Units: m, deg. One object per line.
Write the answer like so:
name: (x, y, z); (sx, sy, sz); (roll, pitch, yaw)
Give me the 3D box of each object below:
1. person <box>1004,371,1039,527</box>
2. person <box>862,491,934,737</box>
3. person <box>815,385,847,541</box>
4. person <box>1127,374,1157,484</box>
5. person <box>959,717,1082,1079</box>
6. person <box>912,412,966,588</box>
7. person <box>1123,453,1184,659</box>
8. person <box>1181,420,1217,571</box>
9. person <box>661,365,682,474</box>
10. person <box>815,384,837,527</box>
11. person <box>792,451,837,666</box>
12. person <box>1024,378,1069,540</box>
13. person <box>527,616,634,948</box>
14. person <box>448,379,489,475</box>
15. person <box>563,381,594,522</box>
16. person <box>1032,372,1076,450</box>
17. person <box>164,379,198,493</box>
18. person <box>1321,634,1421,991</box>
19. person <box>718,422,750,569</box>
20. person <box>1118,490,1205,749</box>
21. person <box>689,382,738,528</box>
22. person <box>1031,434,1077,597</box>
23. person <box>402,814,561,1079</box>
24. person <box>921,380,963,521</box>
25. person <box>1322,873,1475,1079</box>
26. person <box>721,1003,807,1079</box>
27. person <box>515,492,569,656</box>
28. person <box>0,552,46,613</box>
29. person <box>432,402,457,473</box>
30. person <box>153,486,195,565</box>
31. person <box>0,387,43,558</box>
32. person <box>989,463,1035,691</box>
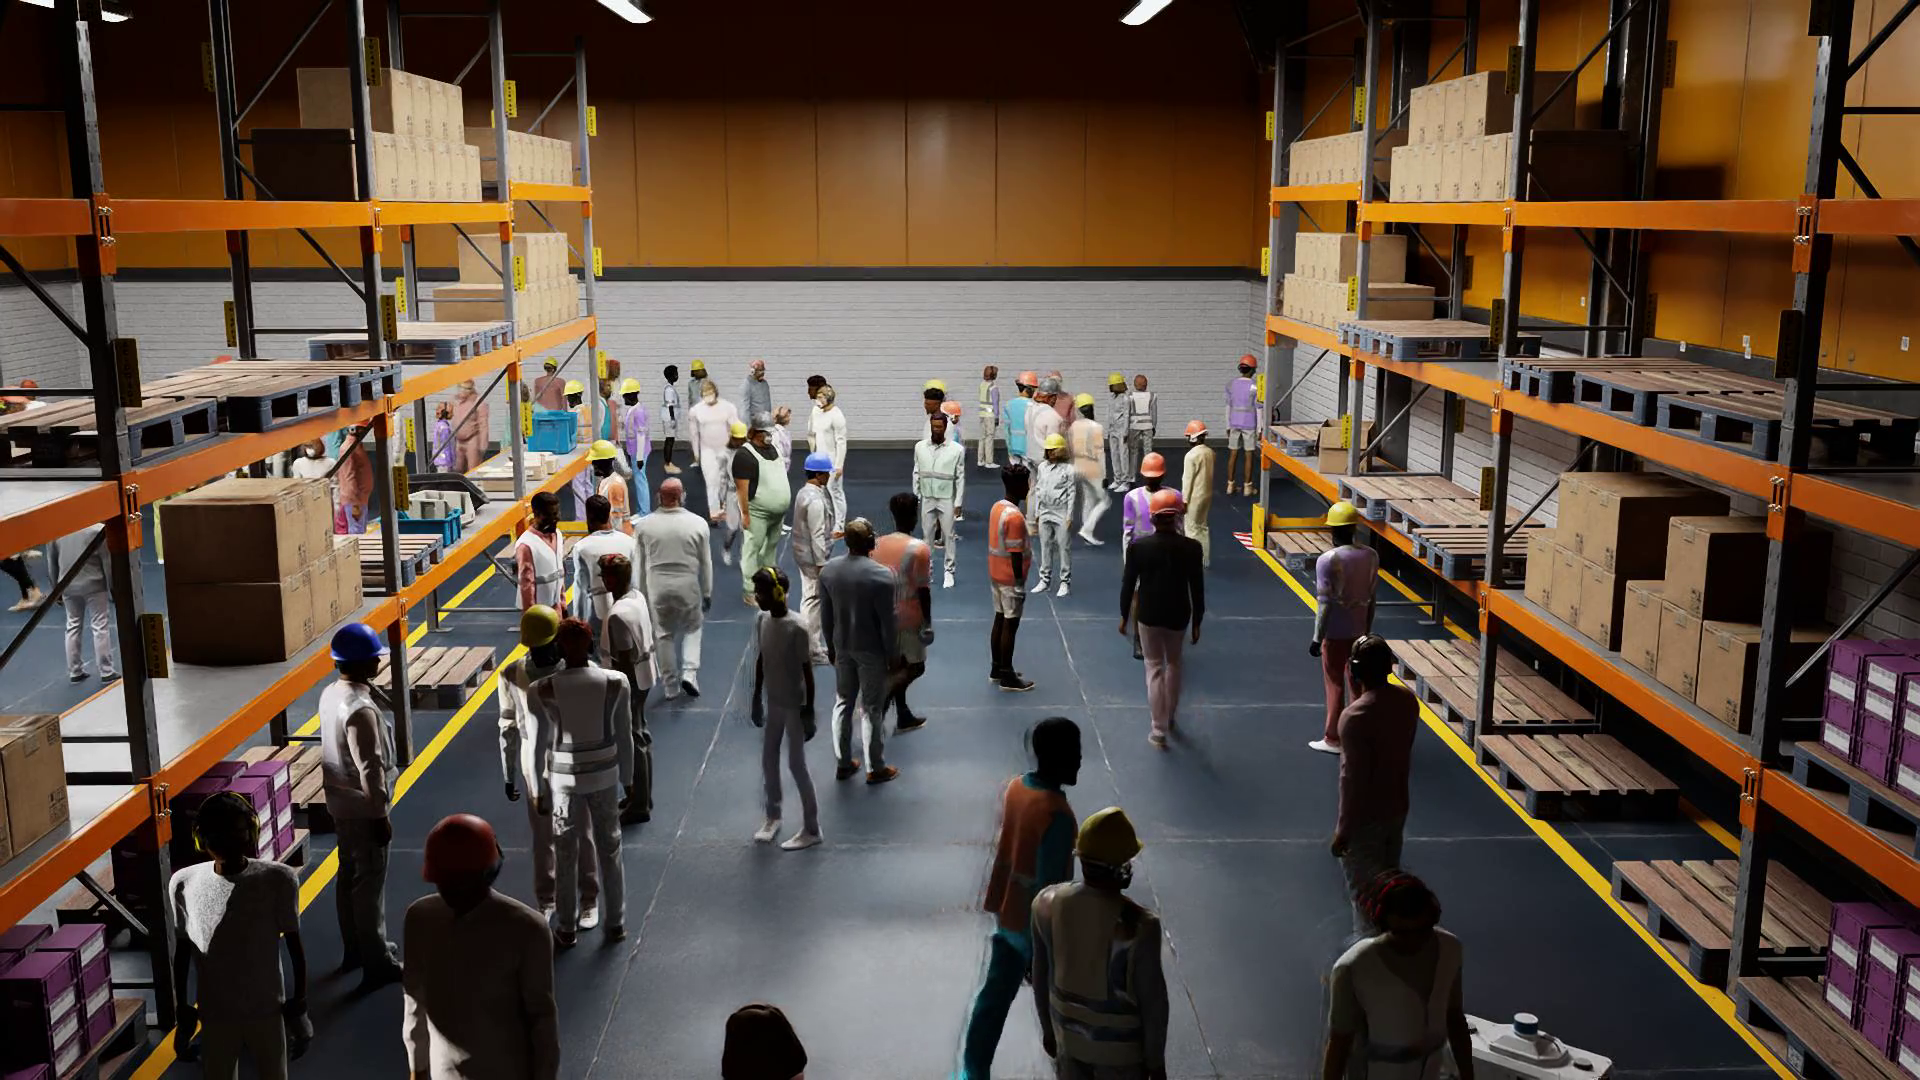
person: (0.848, -1.150, 21.419); (0.605, 2.033, 0.392); (11, 16, 43)
person: (-0.503, 0.597, 12.862); (0.680, 1.948, 0.631); (-11, 16, -43)
person: (-1.618, -0.958, 20.692); (0.371, 1.939, 0.629); (-7, 13, -30)
person: (2.707, -1.662, 24.970); (0.514, 1.642, 0.310); (-1, 11, -6)
person: (0.418, 1.701, 7.532); (1.006, 1.862, 0.598); (-5, 12, -22)
person: (-0.233, -0.442, 18.150); (0.592, 1.922, 0.392); (4, 12, 17)
person: (1.764, 0.150, 15.182); (0.552, 1.923, 0.390); (0, 11, 1)
person: (2.666, -0.485, 18.820); (0.354, 1.738, 0.577); (9, 14, 38)
person: (-4.503, -1.884, 25.945); (0.317, 1.695, 0.540); (-3, 12, -13)
person: (-1.654, -1.032, 21.129); (0.391, 1.913, 0.587); (1, 11, 3)
person: (-1.311, 0.161, 15.090); (0.419, 1.939, 0.610); (-3, 12, -14)
person: (1.109, -1.024, 20.766); (0.535, 2.000, 0.681); (-5, 12, -25)
person: (-2.103, 1.347, 9.284); (0.575, 1.879, 0.356); (-4, 12, -18)
person: (-6.713, -1.347, 22.829); (0.691, 1.867, 0.606); (5, 12, 22)
person: (-4.924, -1.103, 21.492); (0.399, 1.911, 0.596); (2, 12, 12)
person: (1.369, -1.375, 22.949); (0.674, 1.863, 0.932); (-6, 13, -29)
person: (-10.365, -1.239, 22.134); (0.544, 1.930, 0.388); (9, 14, 38)
person: (2.142, 1.437, 8.692); (0.376, 1.936, 0.627); (11, 15, 43)
person: (-2.494, -0.496, 18.912); (0.480, 1.724, 0.407); (-5, 12, -25)
person: (1.537, 0.579, 12.900); (0.622, 1.961, 0.819); (-2, 11, -8)
person: (-3.172, -1.110, 21.602); (0.652, 1.867, 1.035); (-3, 12, -13)
person: (1.005, -0.270, 17.733); (0.486, 1.744, 0.294); (8, 14, 33)
person: (-1.756, 1.935, 6.076); (0.620, 1.985, 0.408); (3, 12, 16)
person: (-0.233, -1.161, 21.861); (0.565, 1.878, 0.597); (4, 12, 18)
person: (1.605, 2.036, 6.094); (0.598, 1.775, 1.000); (-8, 14, -34)
person: (-0.606, 2.257, 5.340); (0.266, 1.631, 0.507); (1, 11, 7)
person: (-3.309, 0.553, 13.210); (0.410, 1.908, 0.598); (3, 12, 13)
person: (-9.652, -0.078, 16.917); (0.372, 1.673, 0.550); (-9, 14, -37)
person: (-6.676, -0.981, 21.585); (0.312, 1.632, 0.526); (-6, 13, -26)
person: (-9.185, -0.668, 19.291); (0.587, 1.920, 0.396); (-3, 12, -15)
person: (-11.181, -0.781, 19.656); (0.487, 2.008, 0.757); (-3, 12, -13)
person: (0.436, 0.308, 14.275); (0.362, 1.963, 0.614); (-3, 12, -15)
